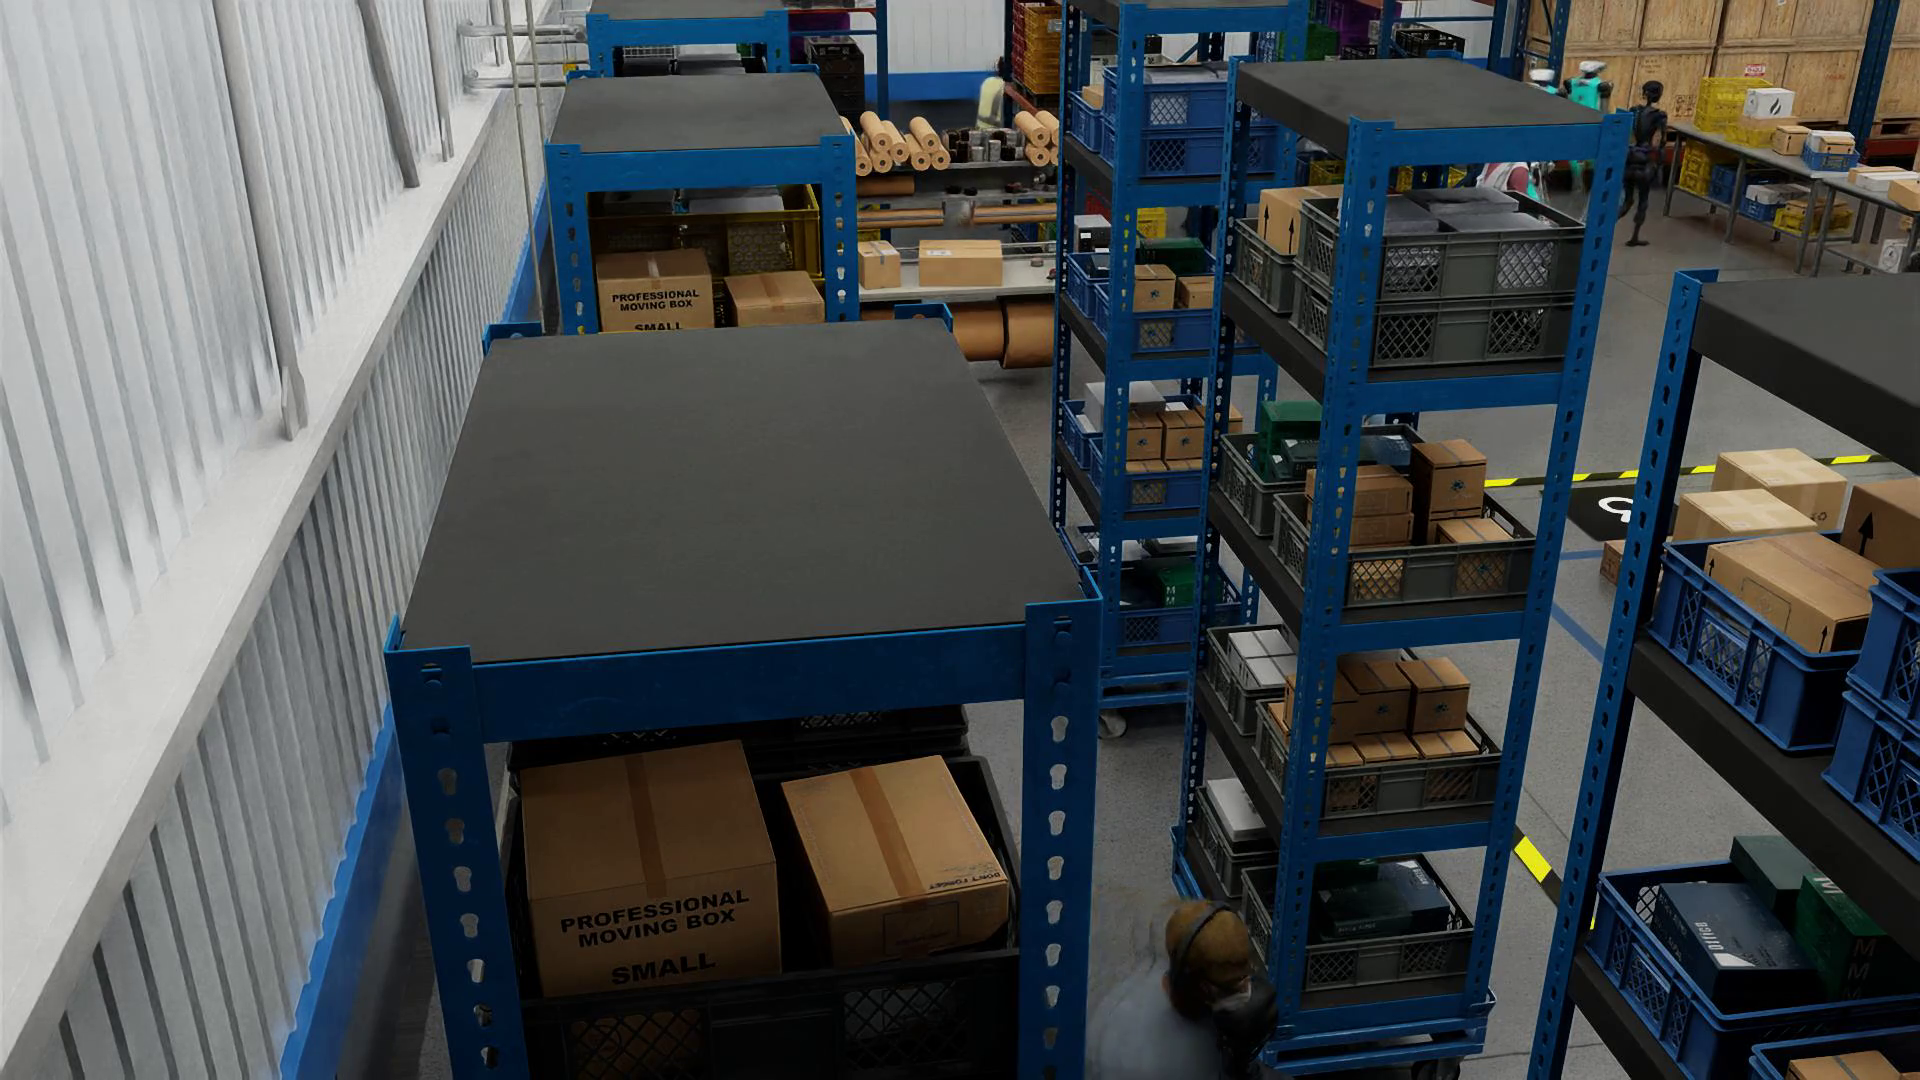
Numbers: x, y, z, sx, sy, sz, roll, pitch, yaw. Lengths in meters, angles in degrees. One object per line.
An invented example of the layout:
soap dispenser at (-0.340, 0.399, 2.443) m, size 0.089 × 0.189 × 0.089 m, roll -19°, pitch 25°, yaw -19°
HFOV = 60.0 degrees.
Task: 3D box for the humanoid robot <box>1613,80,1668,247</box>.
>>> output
humanoid robot at (6.877, -3.823, 16.917) m, size 0.438 × 1.640 × 0.609 m, roll -13°, pitch 28°, yaw -25°

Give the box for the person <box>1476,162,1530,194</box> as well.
person at (4.603, -2.726, 14.351) m, size 0.404 × 1.830 × 0.601 m, roll -5°, pitch 25°, yaw -10°

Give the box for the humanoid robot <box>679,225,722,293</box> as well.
humanoid robot at (-1.855, -1.495, 11.840) m, size 0.542 × 1.763 × 1.028 m, roll 1°, pitch 25°, yaw 2°

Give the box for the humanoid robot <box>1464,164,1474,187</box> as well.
humanoid robot at (5.083, -3.356, 15.974) m, size 0.612 × 1.635 × 0.667 m, roll -3°, pitch 25°, yaw -7°

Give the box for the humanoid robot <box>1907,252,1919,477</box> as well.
humanoid robot at (6.594, -1.191, 11.151) m, size 0.534 × 1.737 × 1.035 m, roll 2°, pitch 25°, yaw 4°

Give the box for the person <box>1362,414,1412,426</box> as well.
person at (1.957, 0.194, 7.989) m, size 0.587 × 1.847 × 0.397 m, roll -2°, pitch 25°, yaw -5°

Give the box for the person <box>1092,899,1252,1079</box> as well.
person at (0.481, 1.723, 4.602) m, size 0.742 × 1.910 × 0.645 m, roll 19°, pitch 31°, yaw 36°

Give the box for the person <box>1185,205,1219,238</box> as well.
person at (2.328, -3.498, 15.788) m, size 0.620 × 2.029 × 0.529 m, roll -1°, pitch 25°, yaw -2°

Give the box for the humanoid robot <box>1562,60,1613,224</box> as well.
humanoid robot at (6.684, -4.157, 17.639) m, size 0.725 × 1.852 × 0.537 m, roll -20°, pitch 31°, yaw -37°

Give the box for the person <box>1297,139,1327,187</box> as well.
person at (4.158, -4.817, 18.869) m, size 0.709 × 1.856 × 0.591 m, roll 17°, pitch 30°, yaw 33°

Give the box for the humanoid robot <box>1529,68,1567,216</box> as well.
humanoid robot at (5.937, -3.966, 17.247) m, size 0.544 × 1.865 × 0.656 m, roll 10°, pitch 26°, yaw 20°

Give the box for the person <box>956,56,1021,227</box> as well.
person at (0.329, -4.246, 17.725) m, size 0.900 × 1.788 × 0.646 m, roll -10°, pitch 27°, yaw -21°

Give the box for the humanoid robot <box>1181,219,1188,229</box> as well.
humanoid robot at (2.590, -4.110, 17.584) m, size 0.584 × 1.643 × 0.448 m, roll -16°, pitch 29°, yaw -31°

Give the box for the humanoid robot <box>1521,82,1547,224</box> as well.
humanoid robot at (5.454, -3.463, 16.126) m, size 0.530 × 1.809 × 0.800 m, roll 2°, pitch 25°, yaw 4°

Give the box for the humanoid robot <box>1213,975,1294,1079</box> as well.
humanoid robot at (0.714, 1.880, 4.509) m, size 0.599 × 1.657 × 0.315 m, roll 9°, pitch 26°, yaw 19°

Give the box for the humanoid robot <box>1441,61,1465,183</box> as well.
humanoid robot at (5.363, -4.499, 18.413) m, size 0.603 × 1.630 × 0.628 m, roll -6°, pitch 25°, yaw -12°
